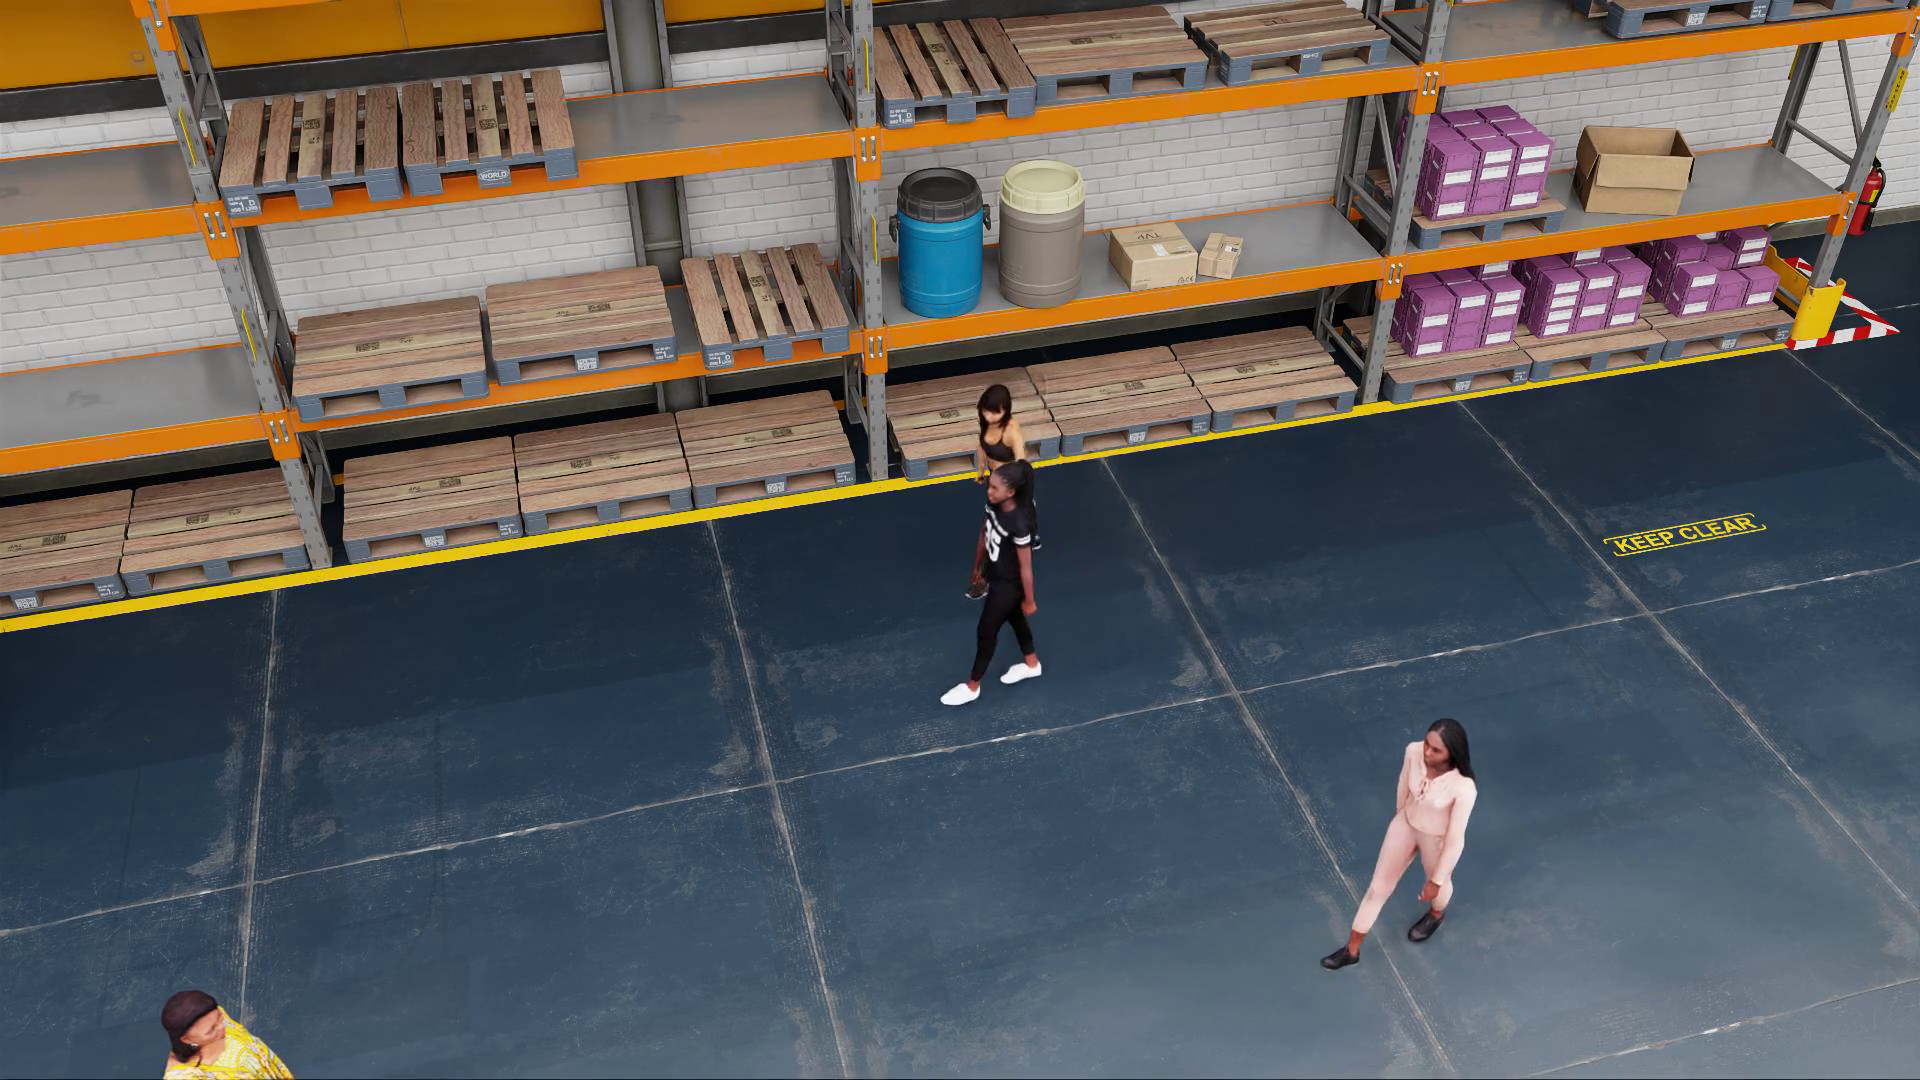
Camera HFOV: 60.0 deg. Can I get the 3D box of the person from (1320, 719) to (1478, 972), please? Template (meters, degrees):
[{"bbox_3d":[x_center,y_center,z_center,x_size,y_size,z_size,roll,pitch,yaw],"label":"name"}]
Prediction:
[{"bbox_3d":[2.474,1.537,8.608,1.182,1.678,0.913,-26,45,-29],"label":"person"}]

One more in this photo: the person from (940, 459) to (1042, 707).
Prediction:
[{"bbox_3d":[0.364,0.239,10.209,0.982,1.707,0.706,-14,41,-17],"label":"person"}]

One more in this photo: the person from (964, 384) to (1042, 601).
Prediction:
[{"bbox_3d":[0.362,-0.410,11.115,1.170,1.591,0.945,-23,44,-26],"label":"person"}]

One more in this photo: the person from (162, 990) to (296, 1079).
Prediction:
[{"bbox_3d":[-3.215,2.540,7.370,0.773,1.654,0.739,-5,39,-6],"label":"person"}]
